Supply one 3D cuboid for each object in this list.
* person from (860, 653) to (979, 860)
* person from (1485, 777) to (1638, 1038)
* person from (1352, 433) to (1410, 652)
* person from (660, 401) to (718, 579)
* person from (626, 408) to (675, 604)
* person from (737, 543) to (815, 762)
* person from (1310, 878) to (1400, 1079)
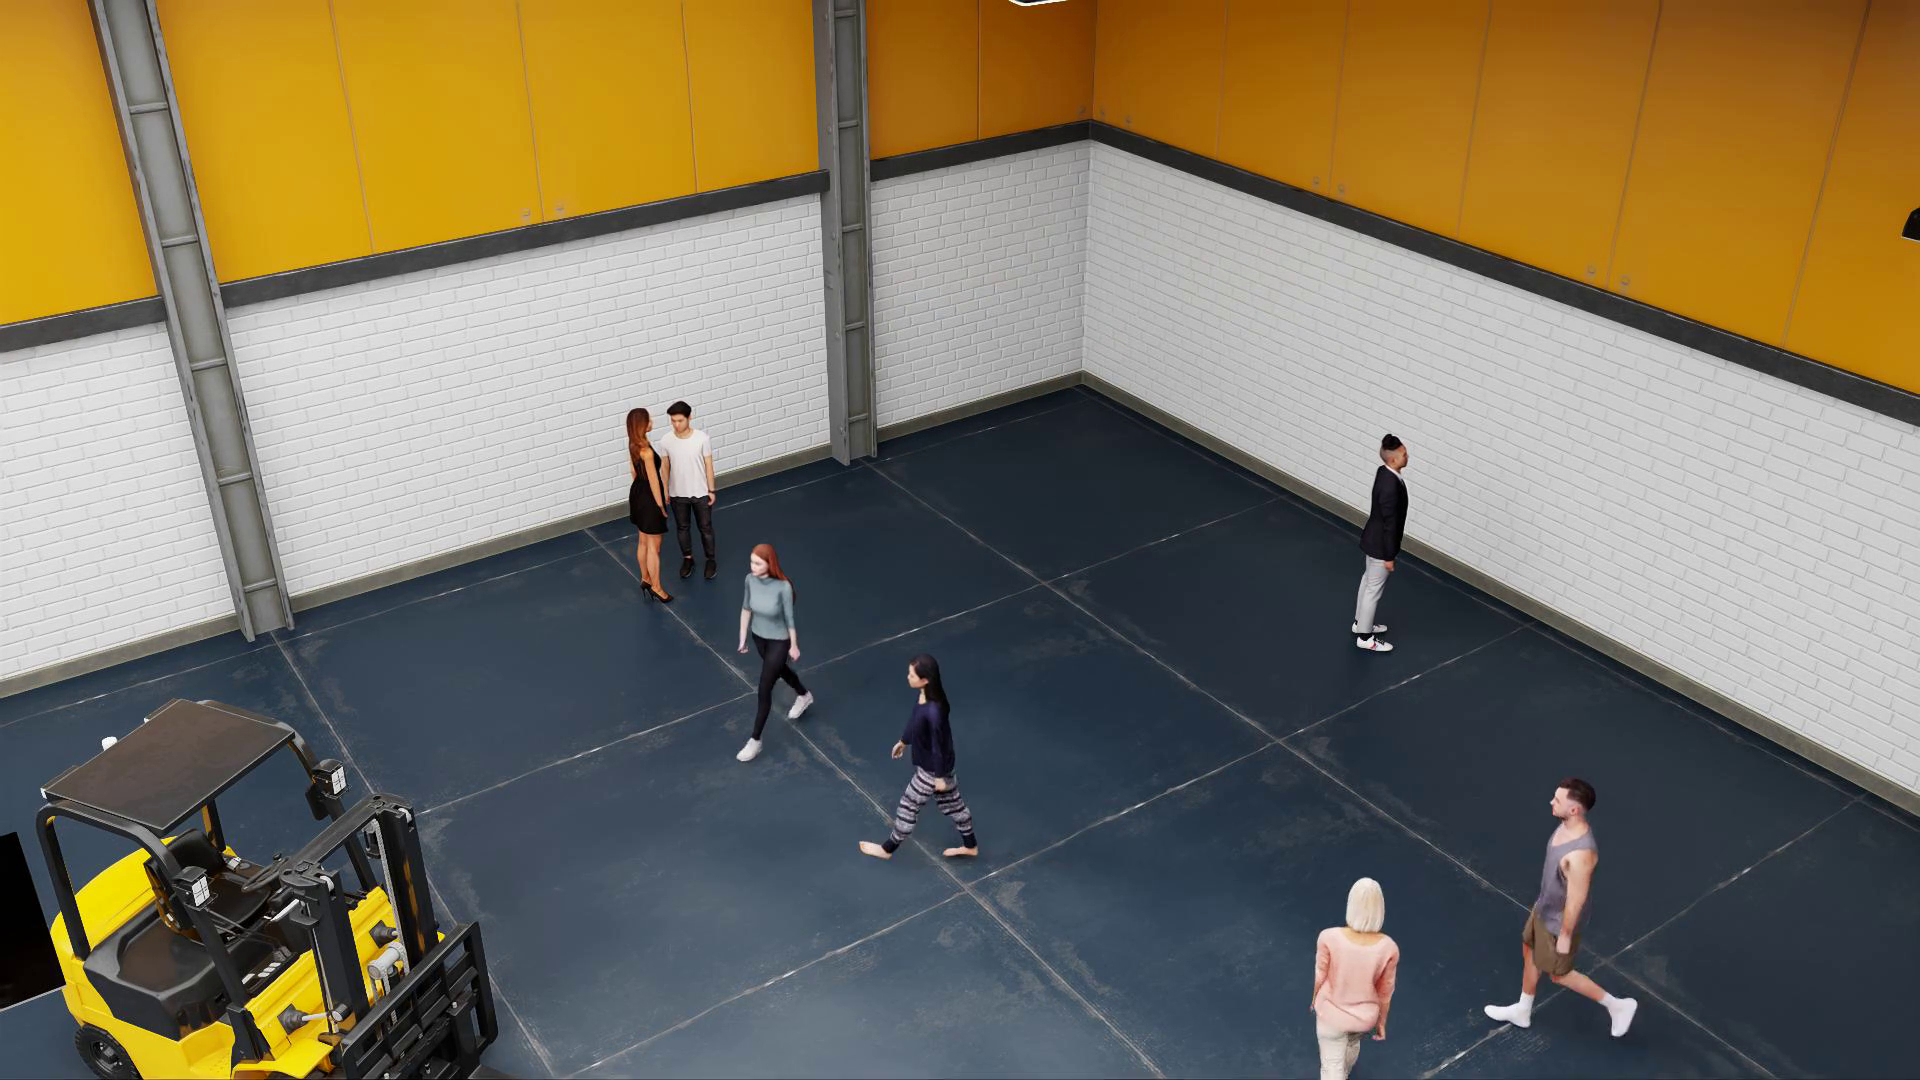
[{"bbox_3d":[-0.085,1.507,11.337,1.142,1.689,0.985,0,29,0],"label":"person"},{"bbox_3d":[3.664,2.234,9.895,1.151,1.818,1.100,4,29,8],"label":"person"},{"bbox_3d":[3.510,-0.013,13.853,0.838,1.949,0.791,3,29,6],"label":"person"},{"bbox_3d":[-2.417,-0.471,14.938,0.683,1.715,0.772,1,29,2],"label":"person"},{"bbox_3d":[-2.724,-0.299,14.497,0.520,1.834,0.585,-17,33,-28],"label":"person"},{"bbox_3d":[-1.383,0.768,12.685,0.900,1.697,1.241,18,33,30],"label":"person"},{"bbox_3d":[2.142,2.679,9.193,1.122,1.685,1.111,3,29,5],"label":"person"}]
